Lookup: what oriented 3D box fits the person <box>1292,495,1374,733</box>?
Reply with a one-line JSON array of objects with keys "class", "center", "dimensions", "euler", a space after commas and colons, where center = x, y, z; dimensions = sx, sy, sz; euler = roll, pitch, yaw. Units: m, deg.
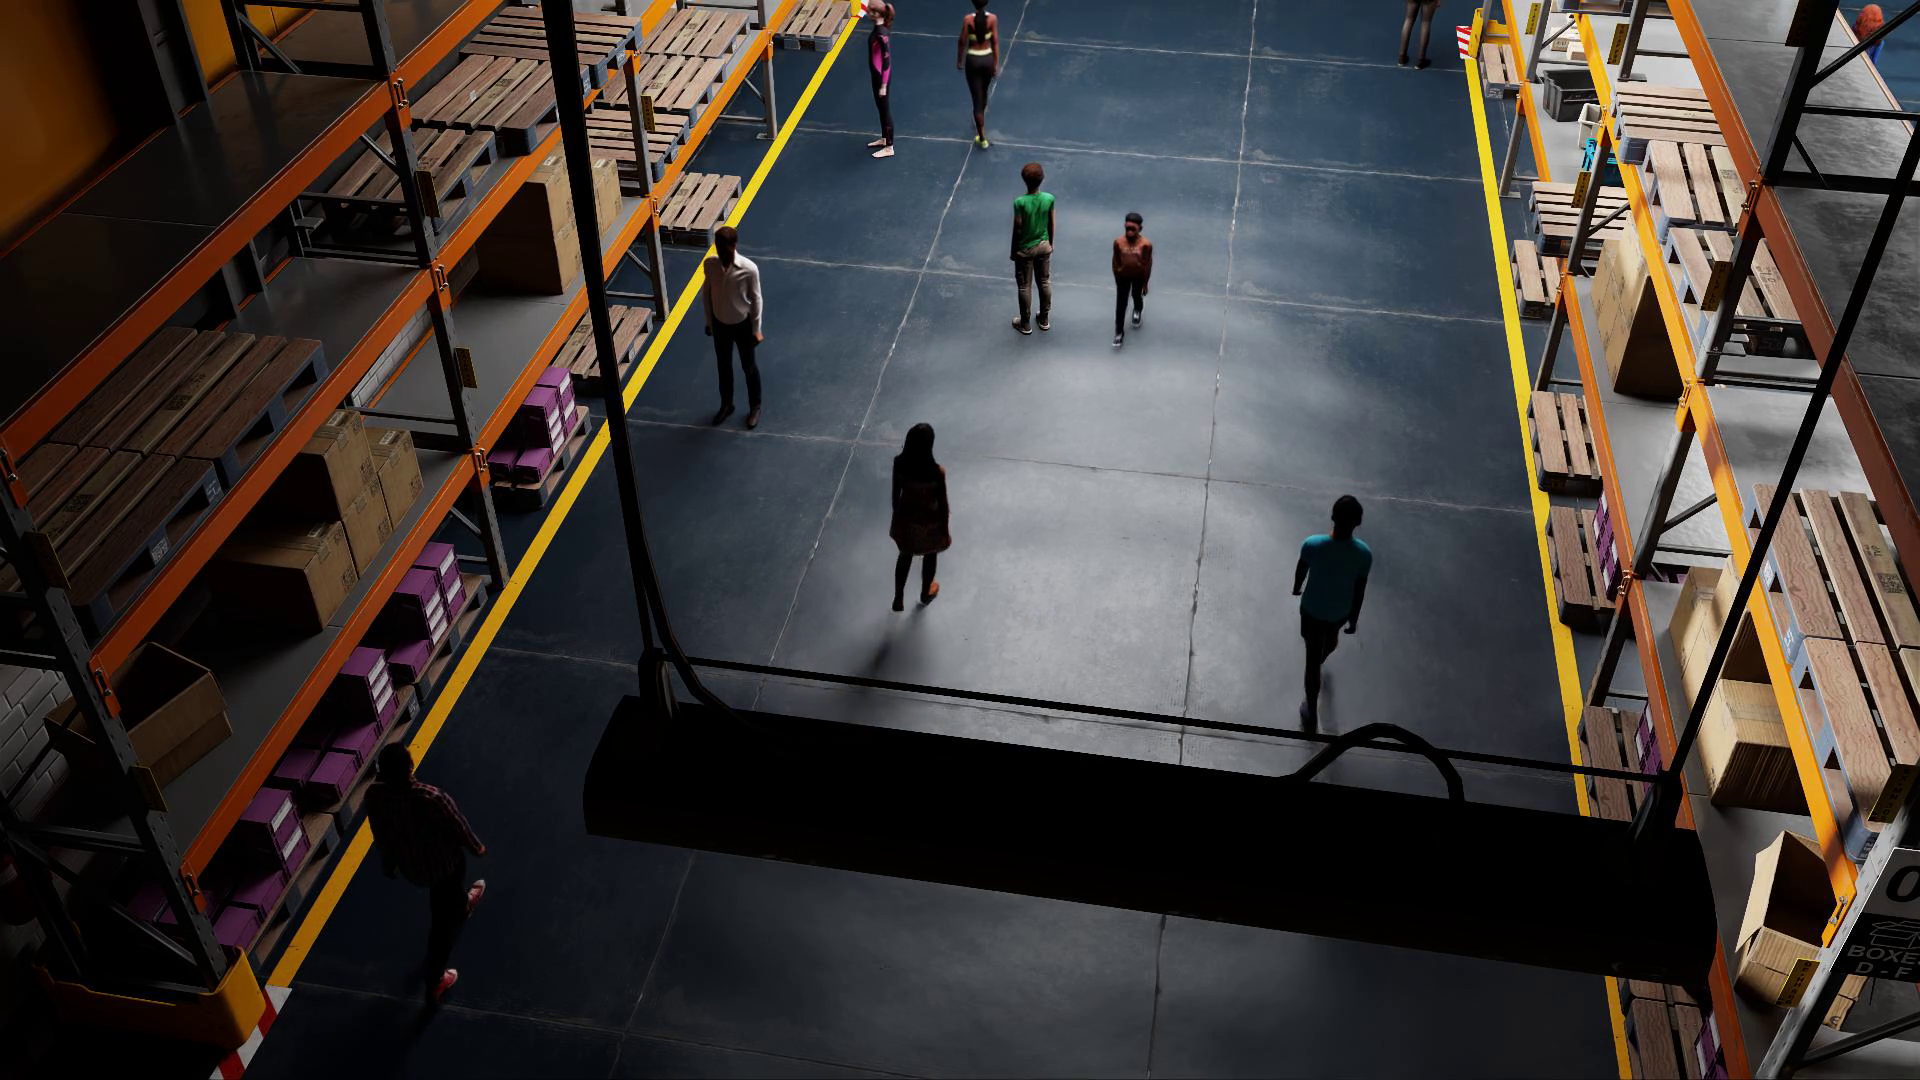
[{"class": "person", "center": [2.452, 0.541, 11.141], "dimensions": [0.651, 1.726, 1.116], "euler": [4, 39, 5]}]

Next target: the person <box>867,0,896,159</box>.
[{"class": "person", "center": [-0.855, -5.041, 18.113], "dimensions": [0.694, 1.749, 0.578], "euler": [-5, 39, -6]}]

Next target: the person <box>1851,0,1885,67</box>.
[{"class": "person", "center": [9.438, -4.756, 17.698], "dimensions": [0.653, 1.821, 0.875], "euler": [4, 39, 5]}]

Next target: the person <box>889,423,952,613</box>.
[{"class": "person", "center": [-0.330, -0.112, 12.034], "dimensions": [0.751, 1.631, 0.904], "euler": [14, 41, 17]}]

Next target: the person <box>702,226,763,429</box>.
[{"class": "person", "center": [-1.904, -1.814, 13.977], "dimensions": [0.666, 1.868, 0.541], "euler": [9, 39, 11]}]

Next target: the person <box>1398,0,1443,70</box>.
[{"class": "person", "center": [5.566, -6.582, 20.000], "dimensions": [0.738, 1.800, 0.724], "euler": [24, 44, 27]}]

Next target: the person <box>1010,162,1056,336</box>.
[{"class": "person", "center": [0.672, -2.668, 15.220], "dimensions": [0.674, 1.651, 0.691], "euler": [-14, 41, -17]}]

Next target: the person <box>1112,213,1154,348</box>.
[{"class": "person", "center": [1.606, -2.450, 15.289], "dimensions": [0.559, 1.223, 0.915], "euler": [9, 39, 11]}]

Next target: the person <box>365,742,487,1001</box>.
[{"class": "person", "center": [-3.045, 1.871, 9.468], "dimensions": [0.783, 1.736, 1.165], "euler": [11, 40, 13]}]

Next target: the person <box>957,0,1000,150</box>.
[{"class": "person", "center": [0.232, -5.147, 18.269], "dimensions": [0.845, 1.720, 1.116], "euler": [-8, 39, -10]}]
